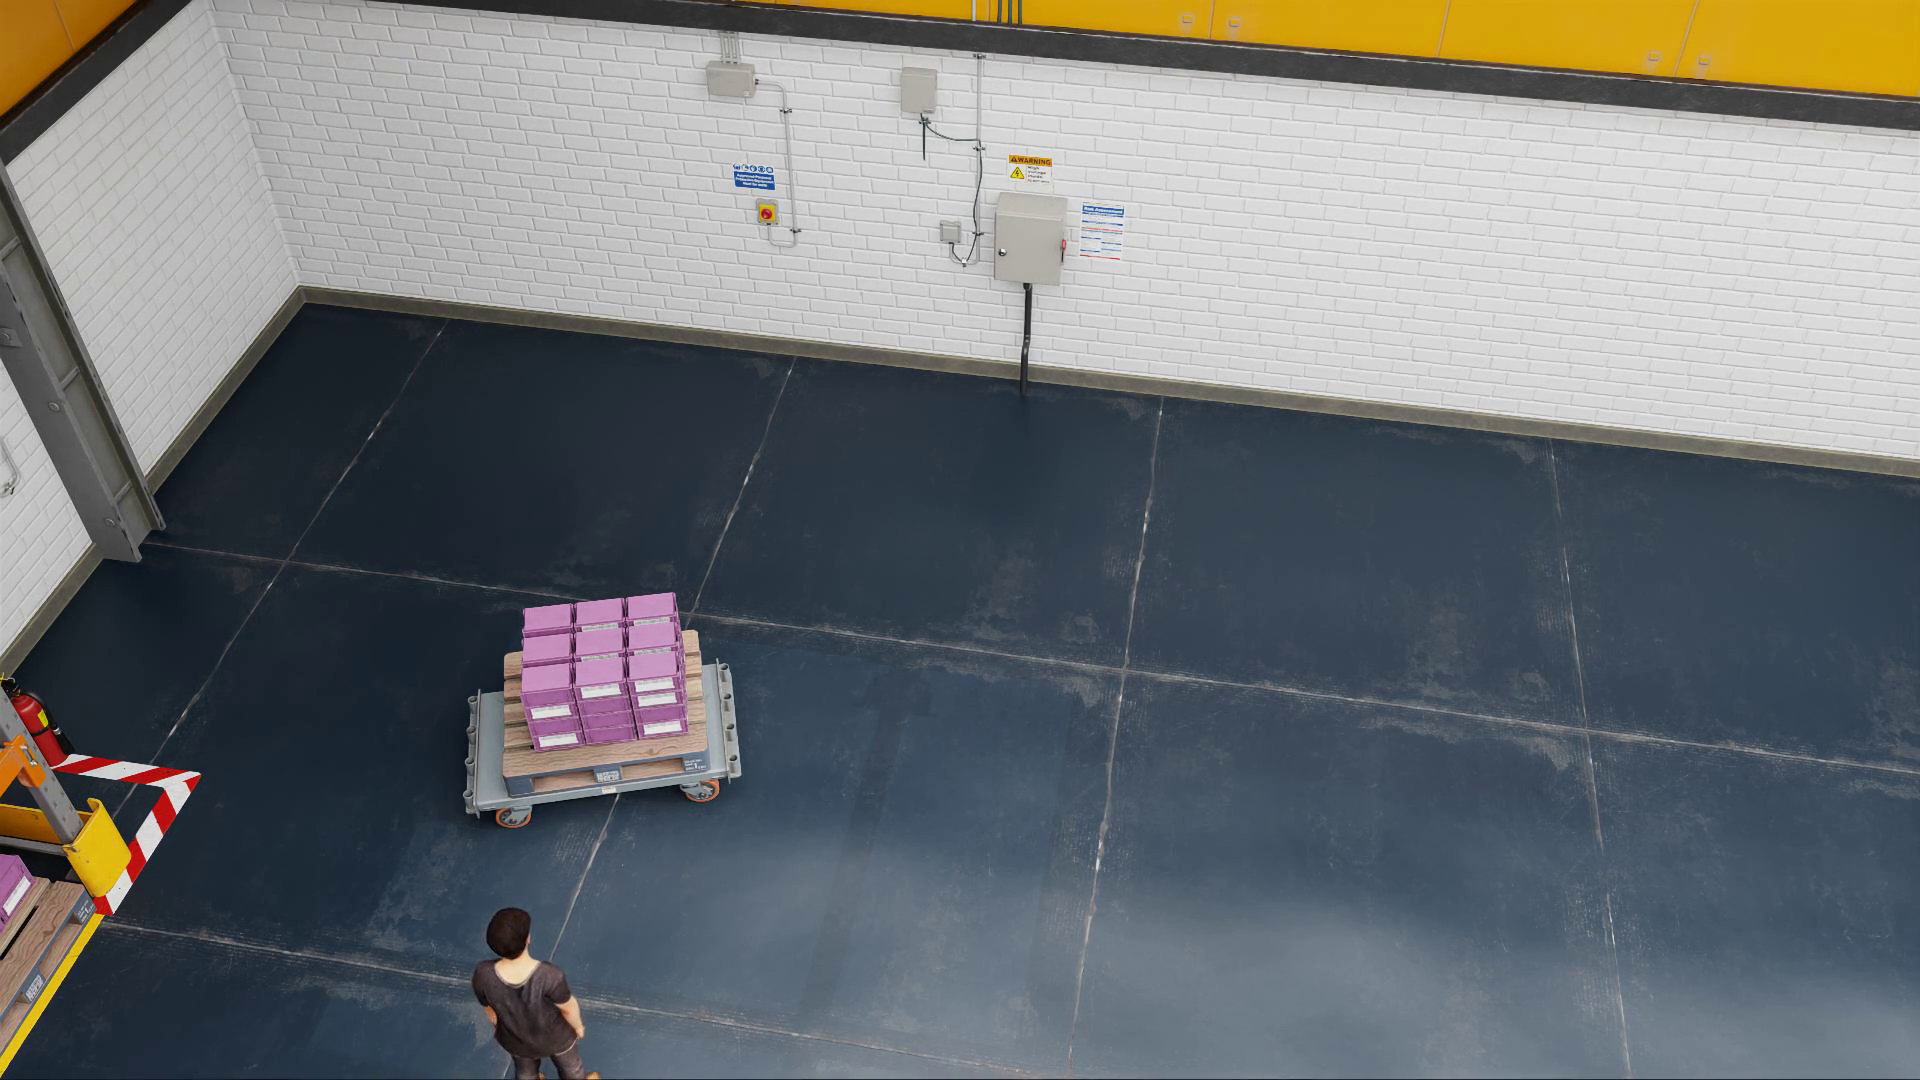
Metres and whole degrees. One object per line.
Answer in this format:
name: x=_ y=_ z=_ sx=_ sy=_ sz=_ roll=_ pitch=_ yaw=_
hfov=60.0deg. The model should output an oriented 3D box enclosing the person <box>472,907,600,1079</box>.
person: x=-2.110 y=2.401 z=8.257 sx=0.650 sy=1.714 sz=0.600 roll=0 pitch=44 yaw=0
